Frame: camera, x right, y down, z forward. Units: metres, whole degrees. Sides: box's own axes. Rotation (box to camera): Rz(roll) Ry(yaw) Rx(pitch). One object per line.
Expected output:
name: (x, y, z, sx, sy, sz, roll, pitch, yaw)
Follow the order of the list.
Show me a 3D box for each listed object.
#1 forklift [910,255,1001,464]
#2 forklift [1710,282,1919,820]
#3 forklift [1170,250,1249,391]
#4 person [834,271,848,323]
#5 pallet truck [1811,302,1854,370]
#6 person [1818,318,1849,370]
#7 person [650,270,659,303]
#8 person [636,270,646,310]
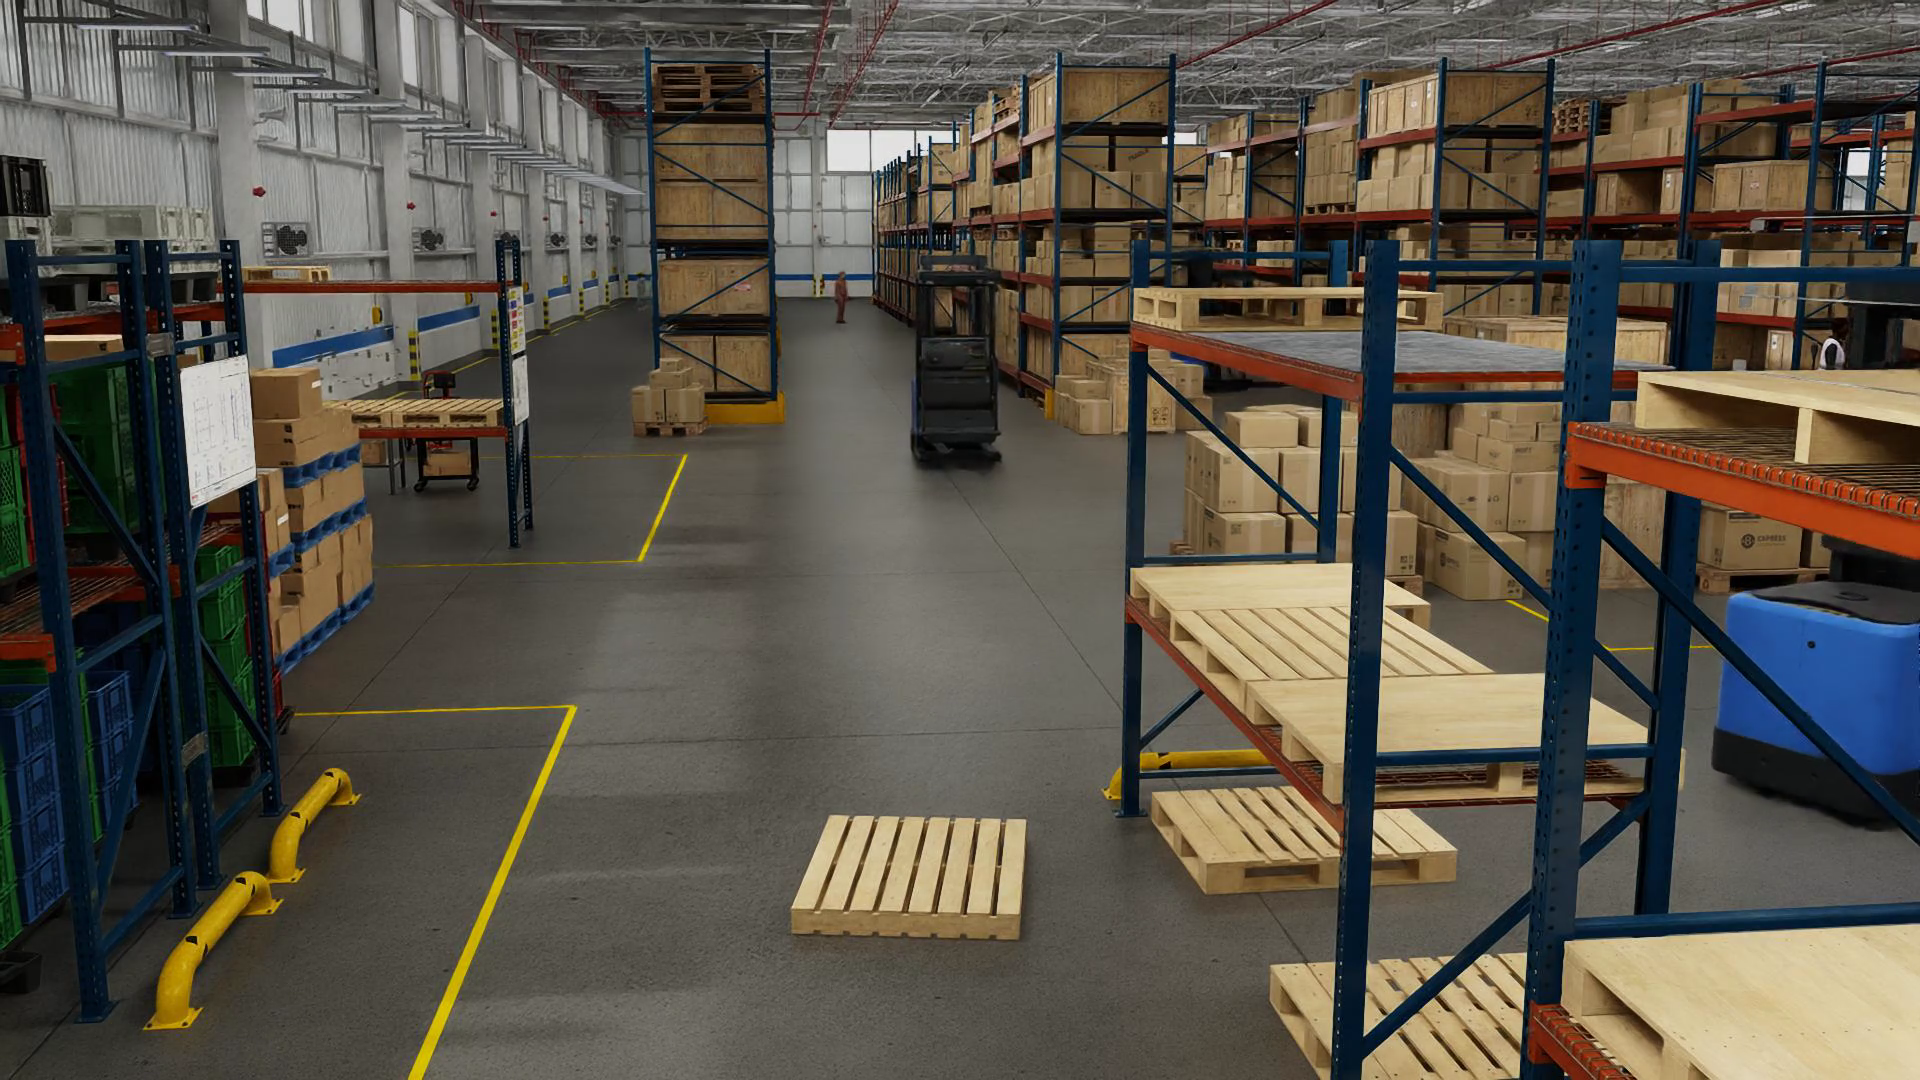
forklift: (-0.101, -2.556, 23.098, 1.129, 2.768, 1.873, -1, 10, -6)
forklift: (5.266, -0.038, 9.144, 1.873, 2.768, 1.129, -6, 12, -28)
forklift: (4.770, -4.417, 33.407, 1.873, 2.768, 1.129, -1, 10, -6)
person: (-4.355, -8.898, 60.949, 0.398, 1.906, 0.664, 3, 11, 16)
pallet truck: (15.846, -3.142, 28.793, 1.885, 1.965, 0.823, 2, 10, 12)
person: (12.748, -2.300, 24.385, 0.389, 1.910, 0.605, 6, 12, 29)
person: (-12.513, -10.225, 68.571, 0.580, 1.800, 0.952, 1, 10, 4)
person: (-13.943, -10.907, 72.559, 0.496, 1.731, 0.348, 6, 12, 31)
